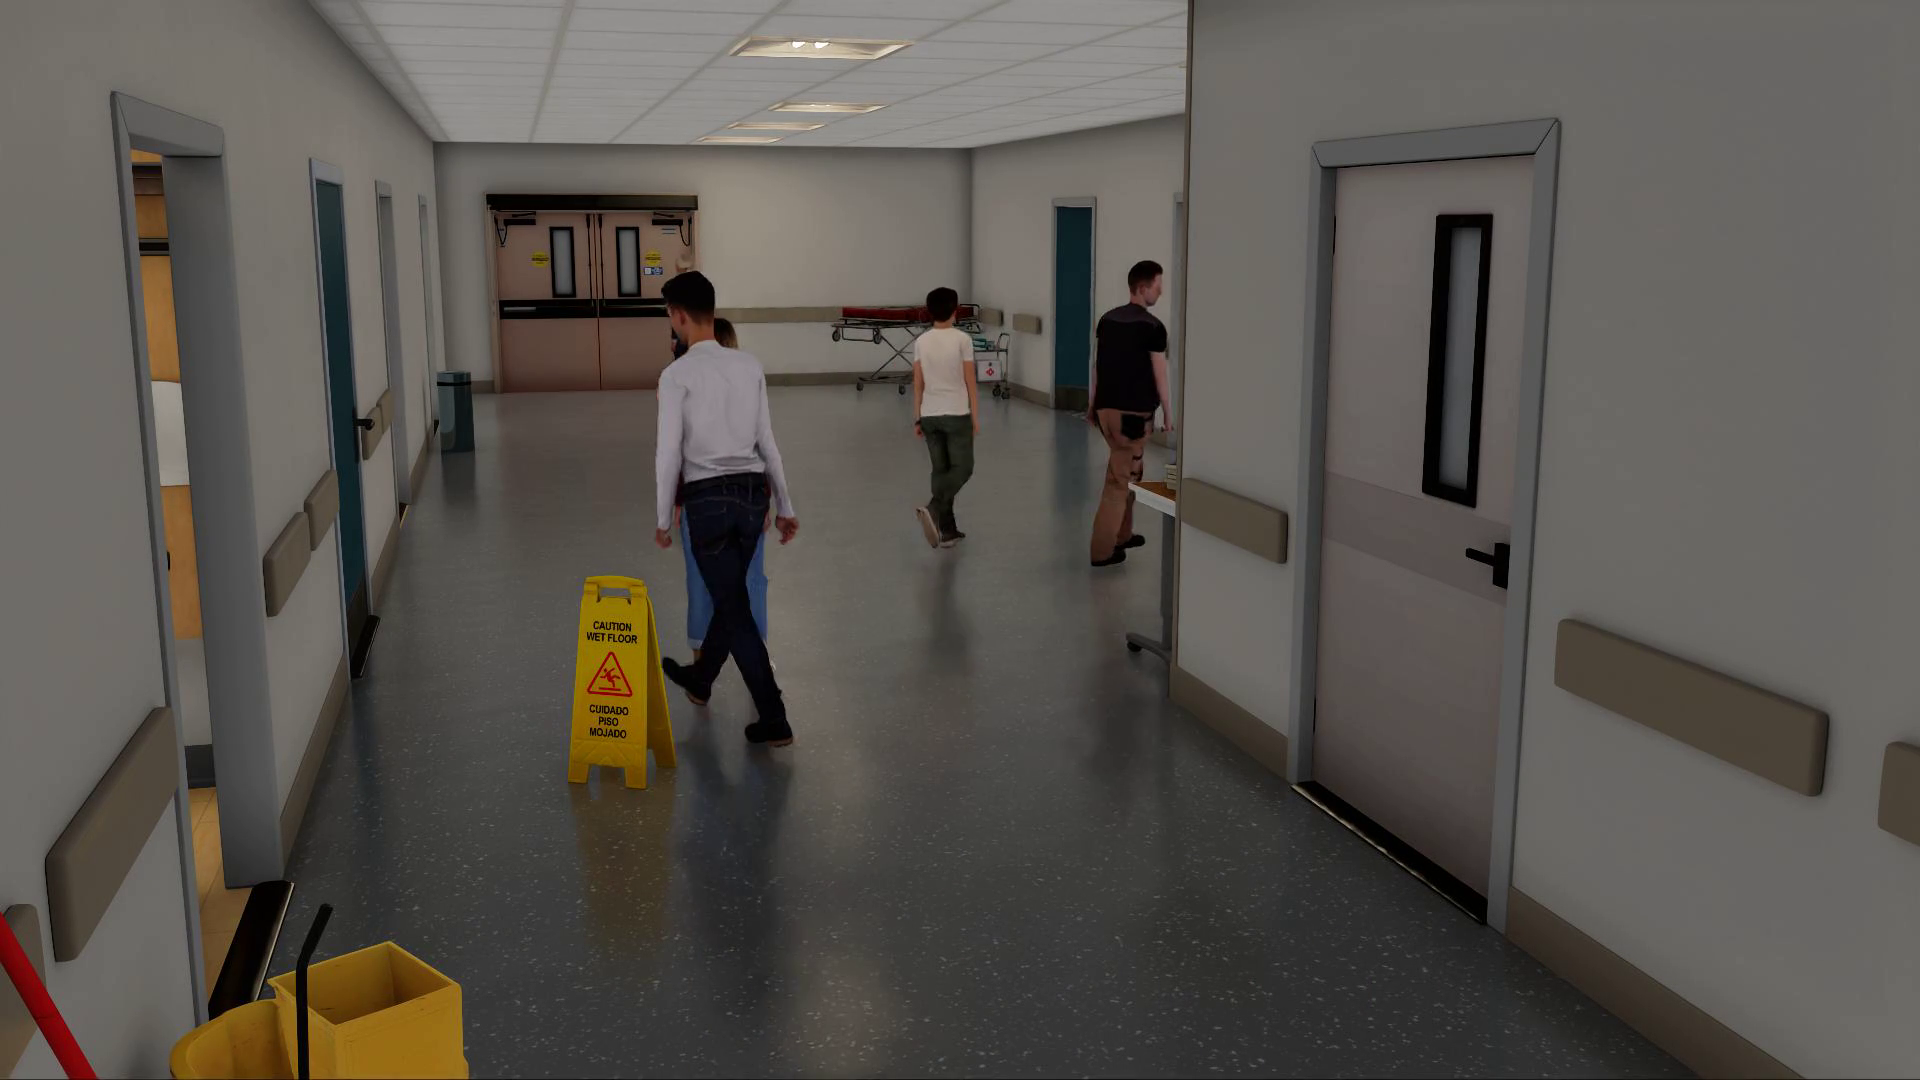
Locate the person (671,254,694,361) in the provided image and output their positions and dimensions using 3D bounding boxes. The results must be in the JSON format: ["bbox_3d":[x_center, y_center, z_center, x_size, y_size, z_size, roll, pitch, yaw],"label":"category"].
[{"bbox_3d":[-2.881,-2.167,17.663,0.702,1.726,0.685,9,14,39],"label":"person"}]

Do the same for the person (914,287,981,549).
[{"bbox_3d":[-0.107,-0.729,10.309,0.926,1.641,1.029,5,12,23],"label":"person"}]

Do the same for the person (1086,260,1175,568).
[{"bbox_3d":[0.915,-0.728,9.851,0.942,1.810,0.897,-9,14,-41],"label":"person"}]

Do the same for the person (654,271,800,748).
[{"bbox_3d":[-0.857,-0.085,6.405,1.051,1.833,1.272,-9,14,-39],"label":"person"}]

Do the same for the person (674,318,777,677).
[{"bbox_3d":[-1.055,-0.164,7.351,0.646,1.635,0.588,-1,11,-3],"label":"person"}]
